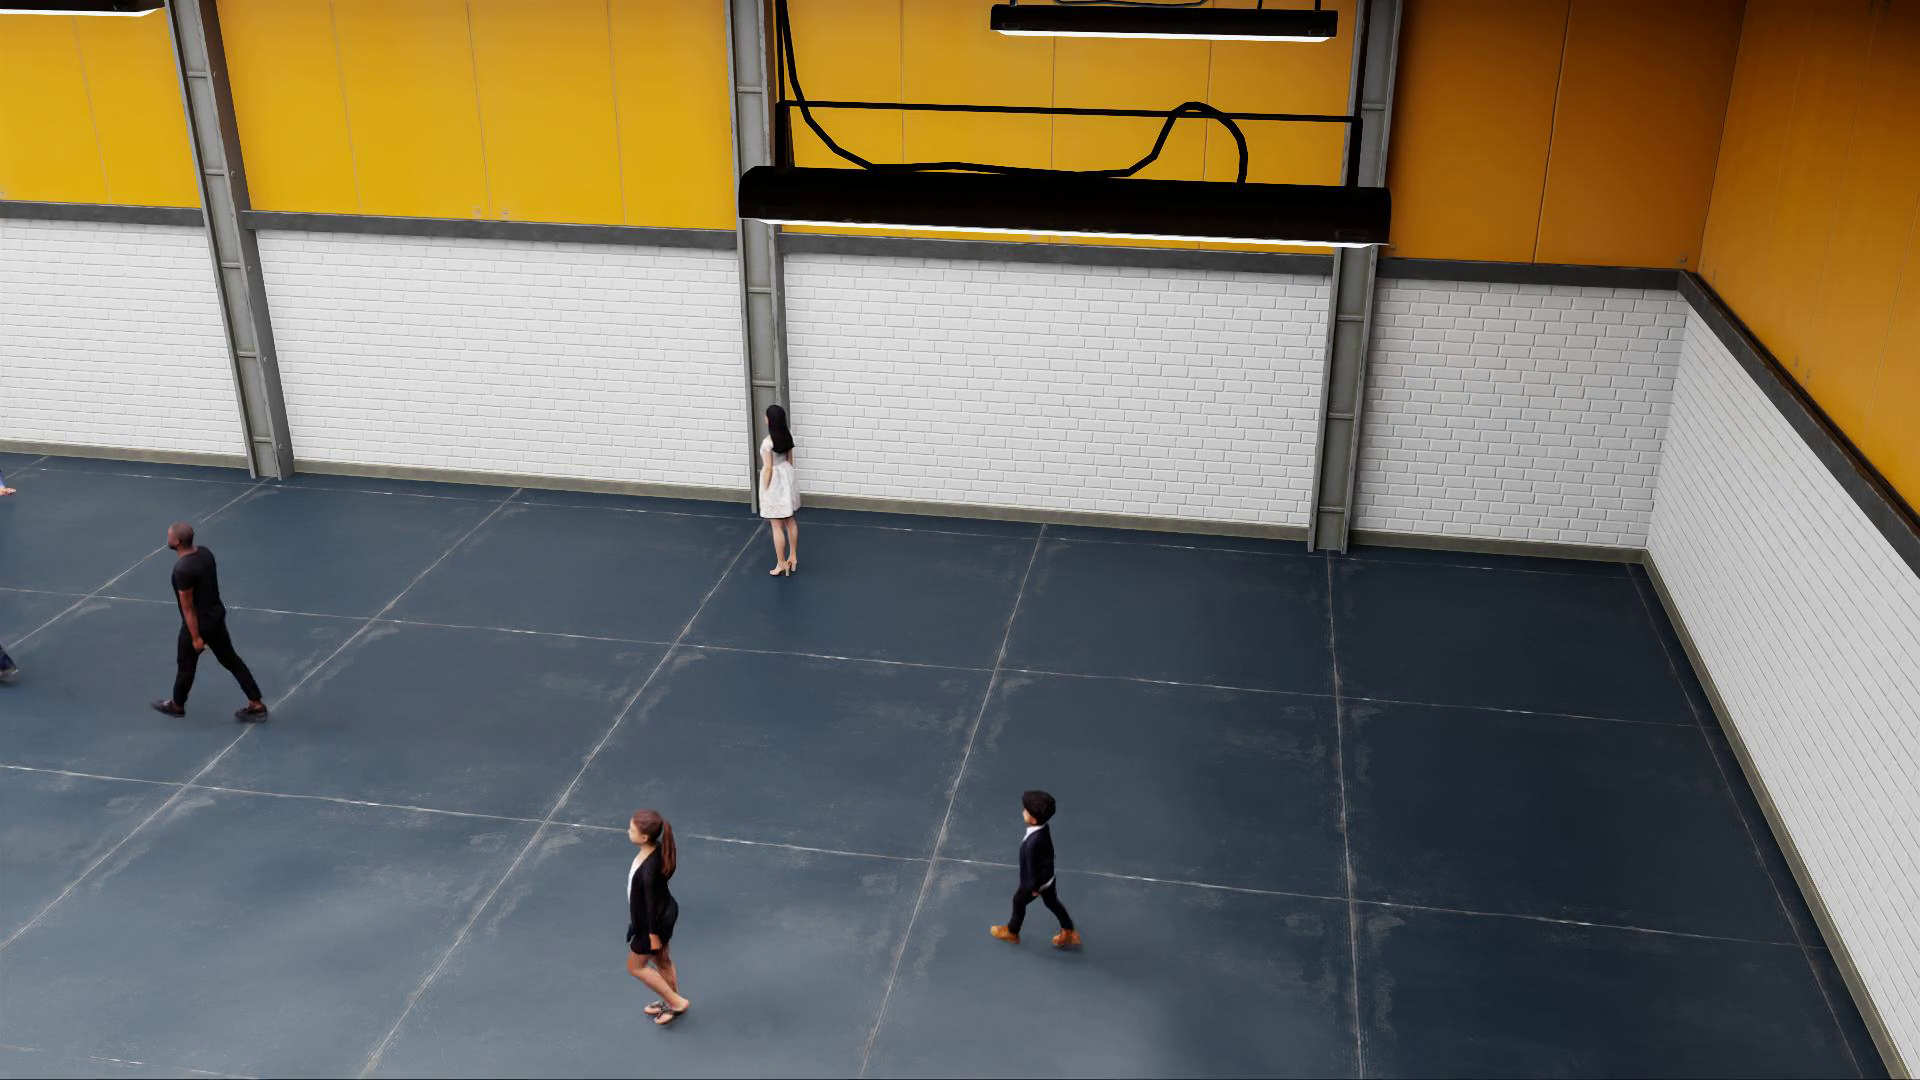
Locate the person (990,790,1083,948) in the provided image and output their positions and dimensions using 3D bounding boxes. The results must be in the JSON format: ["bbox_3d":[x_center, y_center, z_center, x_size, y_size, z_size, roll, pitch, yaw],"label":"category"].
[{"bbox_3d":[0.572,2.203,11.024,0.897,1.204,0.658,11,26,24],"label":"person"}]

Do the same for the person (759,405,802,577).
[{"bbox_3d":[-1.797,-0.494,16.483,0.777,1.774,0.755,16,28,32],"label":"person"}]

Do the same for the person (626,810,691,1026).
[{"bbox_3d":[-1.814,2.336,10.297,0.614,1.542,0.565,1,24,3],"label":"person"}]

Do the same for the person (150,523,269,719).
[{"bbox_3d":[-6.138,0.720,13.714,1.206,1.767,0.726,2,24,5],"label":"person"}]
